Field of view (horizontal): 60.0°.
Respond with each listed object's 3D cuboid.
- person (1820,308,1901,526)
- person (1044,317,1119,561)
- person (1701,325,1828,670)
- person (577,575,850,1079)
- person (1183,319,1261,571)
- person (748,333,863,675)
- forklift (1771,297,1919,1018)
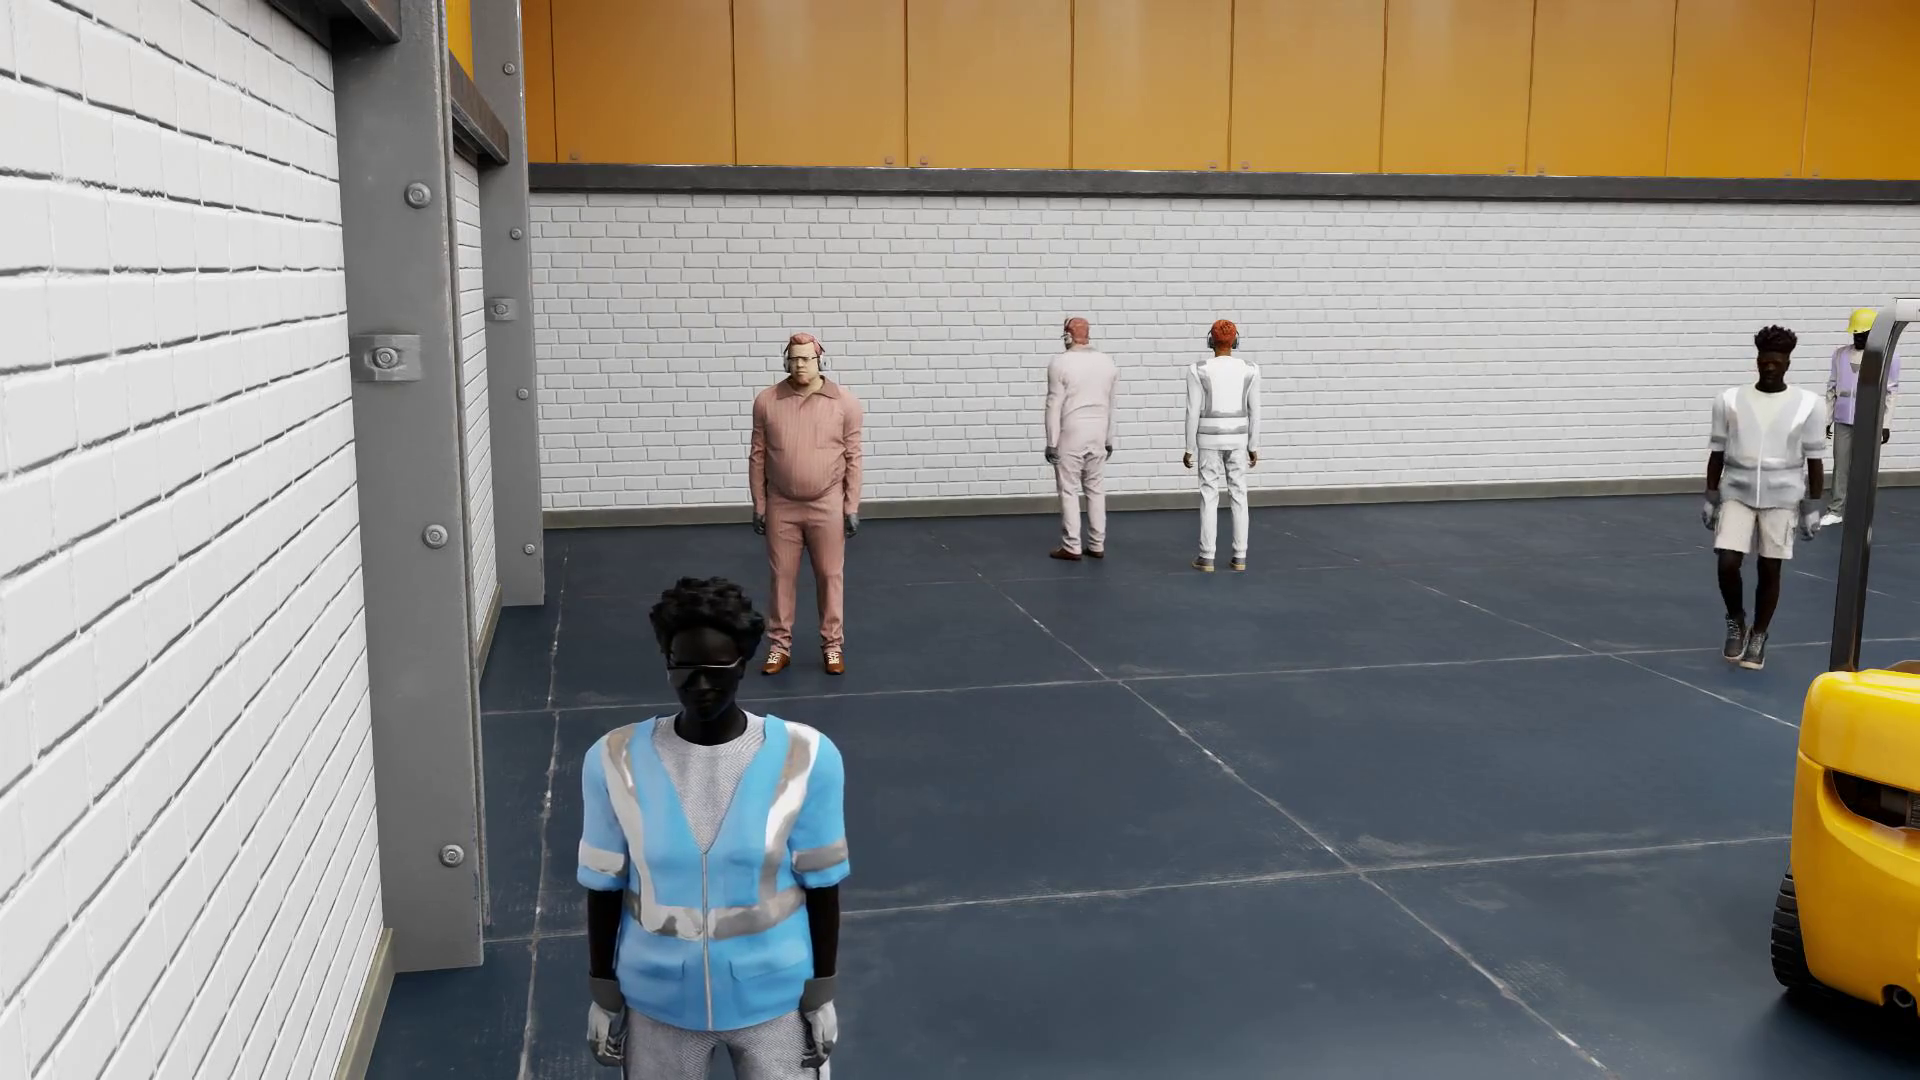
[{"bbox_3d":[7.785,-1.046,14.427,0.381,1.917,0.585,-7,12,-37],"label":"person"},{"bbox_3d":[0.932,-0.784,12.937,0.660,1.888,0.400,-5,11,-30],"label":"person"},{"bbox_3d":[4.506,-0.229,9.338,0.625,1.948,0.450,6,11,31],"label":"person"},{"bbox_3d":[-0.481,0.895,3.282,0.534,1.691,0.320,0,9,-1],"label":"person"},{"bbox_3d":[1.956,-0.702,12.438,0.578,1.880,0.346,-1,9,-7],"label":"person"},{"bbox_3d":[-0.860,-0.193,9.262,0.640,1.909,0.409,0,9,1],"label":"person"},{"bbox_3d":[3.542,0.334,5.177,2.313,2.155,1.214,-9,13,-43],"label":"forklift"}]
